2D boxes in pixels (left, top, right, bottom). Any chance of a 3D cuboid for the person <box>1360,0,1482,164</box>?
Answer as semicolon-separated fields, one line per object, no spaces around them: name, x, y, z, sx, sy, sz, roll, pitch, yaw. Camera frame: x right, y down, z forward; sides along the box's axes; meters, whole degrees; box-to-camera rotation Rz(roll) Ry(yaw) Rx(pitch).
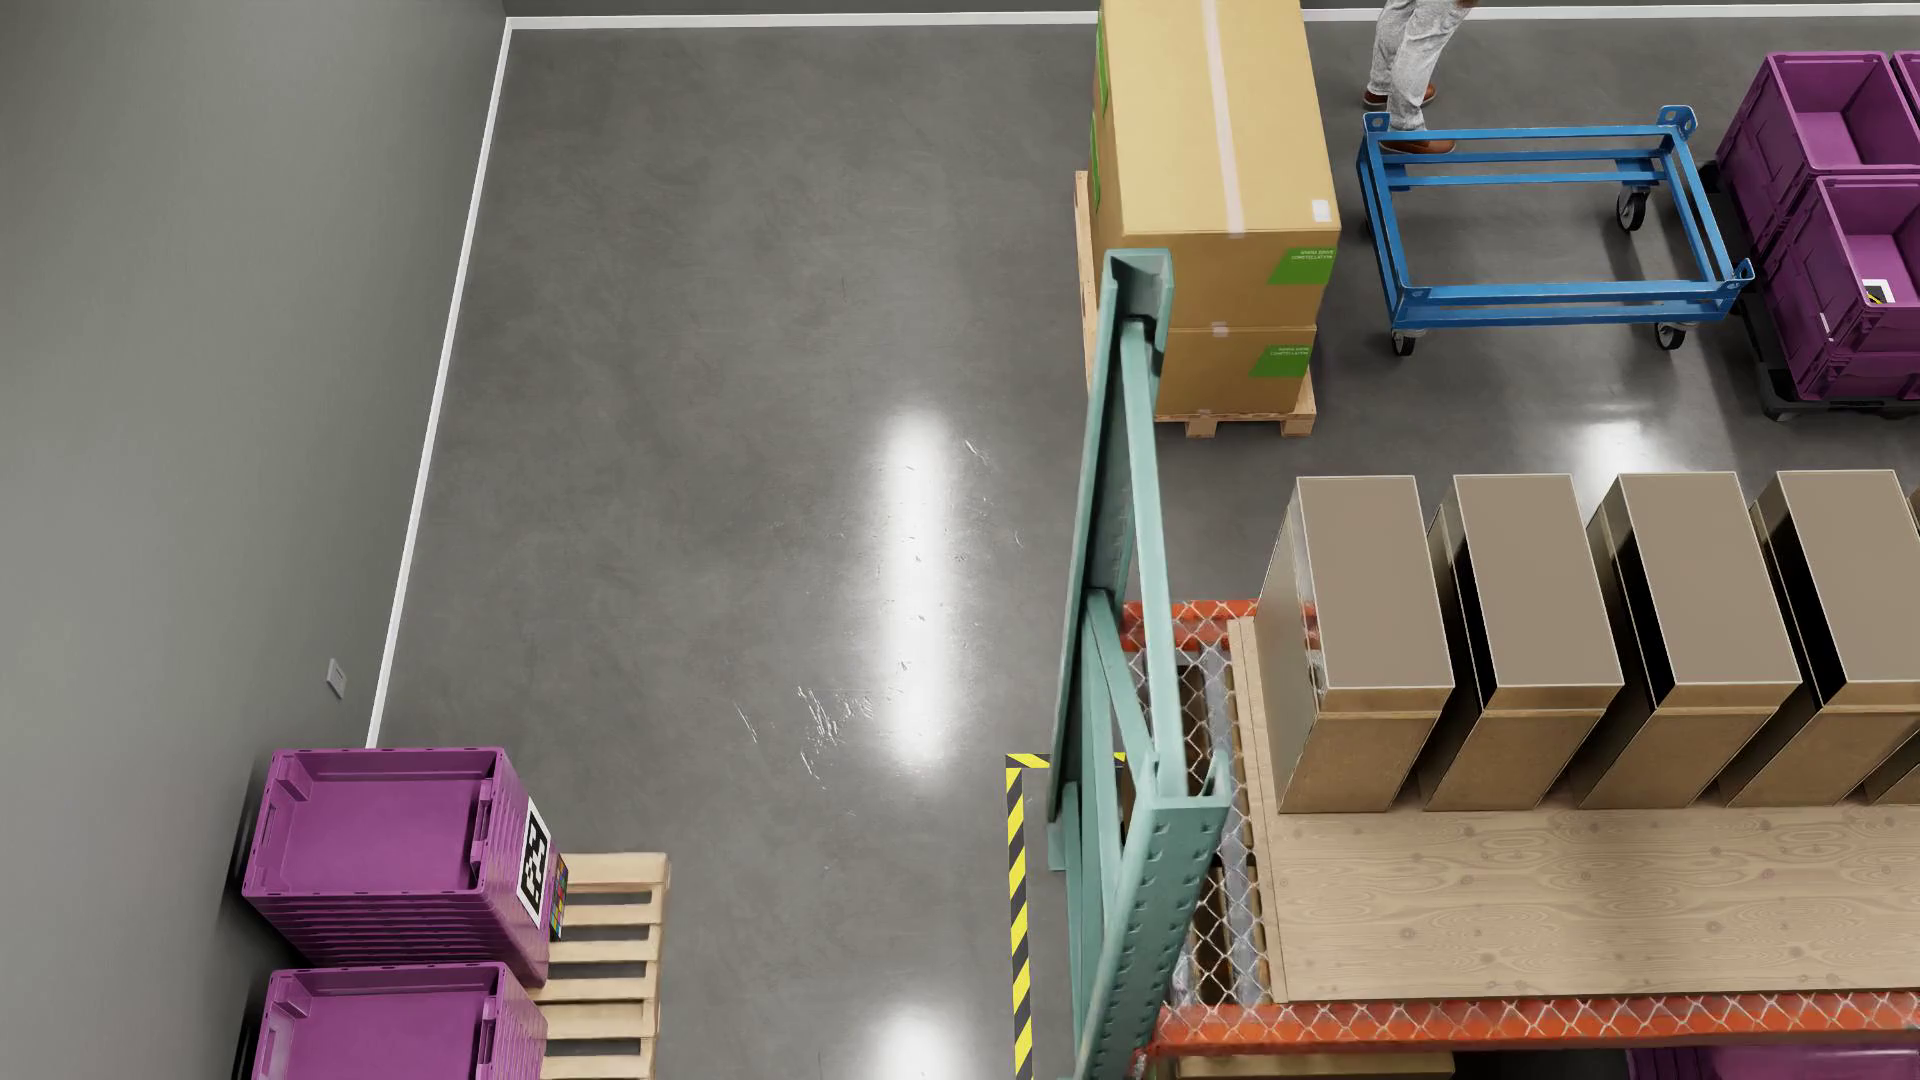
person;1.823;-2.250;6.083;0.379;1.940;0.629;-1;58;-1
